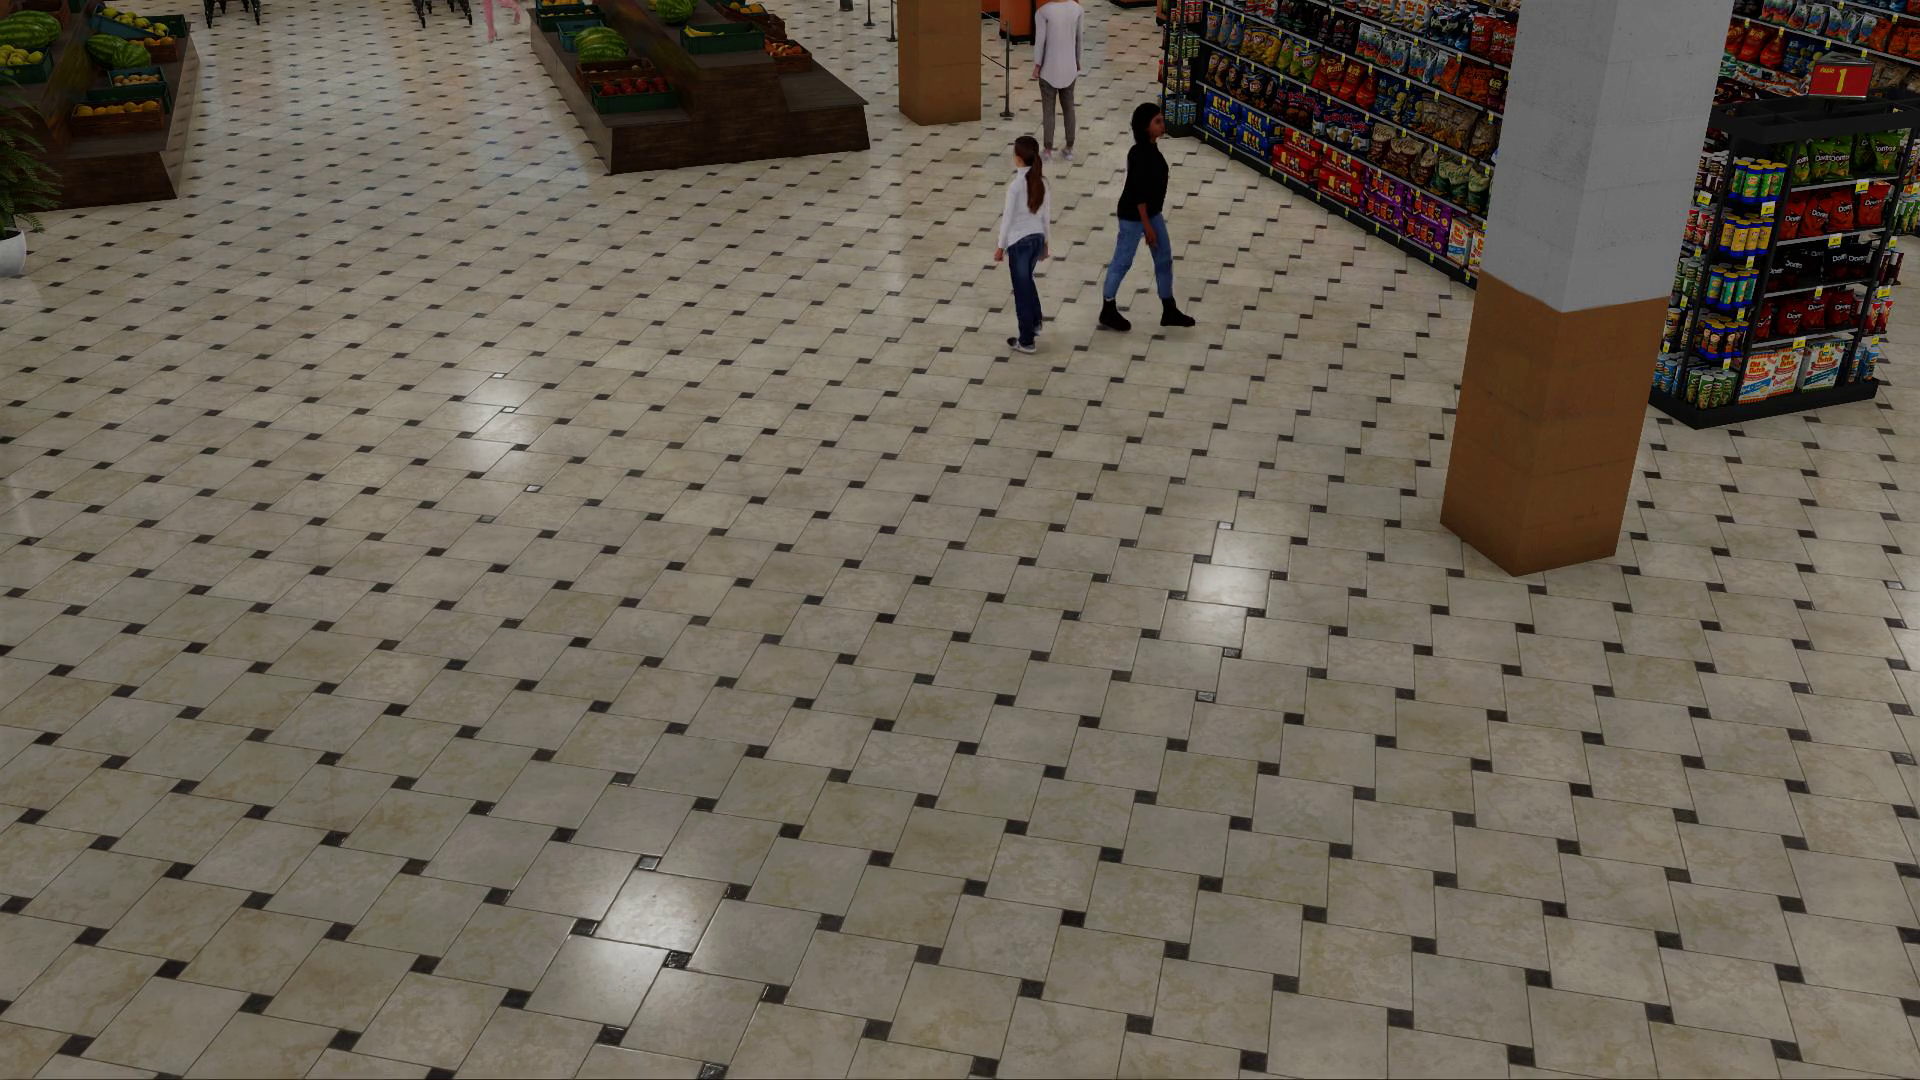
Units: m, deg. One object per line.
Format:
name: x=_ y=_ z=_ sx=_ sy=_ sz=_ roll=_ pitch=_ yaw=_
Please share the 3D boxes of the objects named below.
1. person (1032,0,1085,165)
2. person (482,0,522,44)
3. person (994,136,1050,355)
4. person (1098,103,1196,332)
person: x=0.953 y=-4.584 z=16.069 sx=0.674 sy=1.841 sz=0.568 roll=-12 pitch=31 yaw=-21
person: x=-5.804 y=-7.169 z=20.872 sx=0.970 sy=1.775 sz=1.047 roll=14 pitch=31 yaw=23
person: x=0.515 y=-2.058 z=11.749 sx=0.618 sy=1.547 sz=0.672 roll=-24 pitch=37 yaw=-37
person: x=1.224 y=-2.331 z=12.110 sx=1.022 sy=1.680 sz=0.912 roll=18 pitch=33 yaw=29
